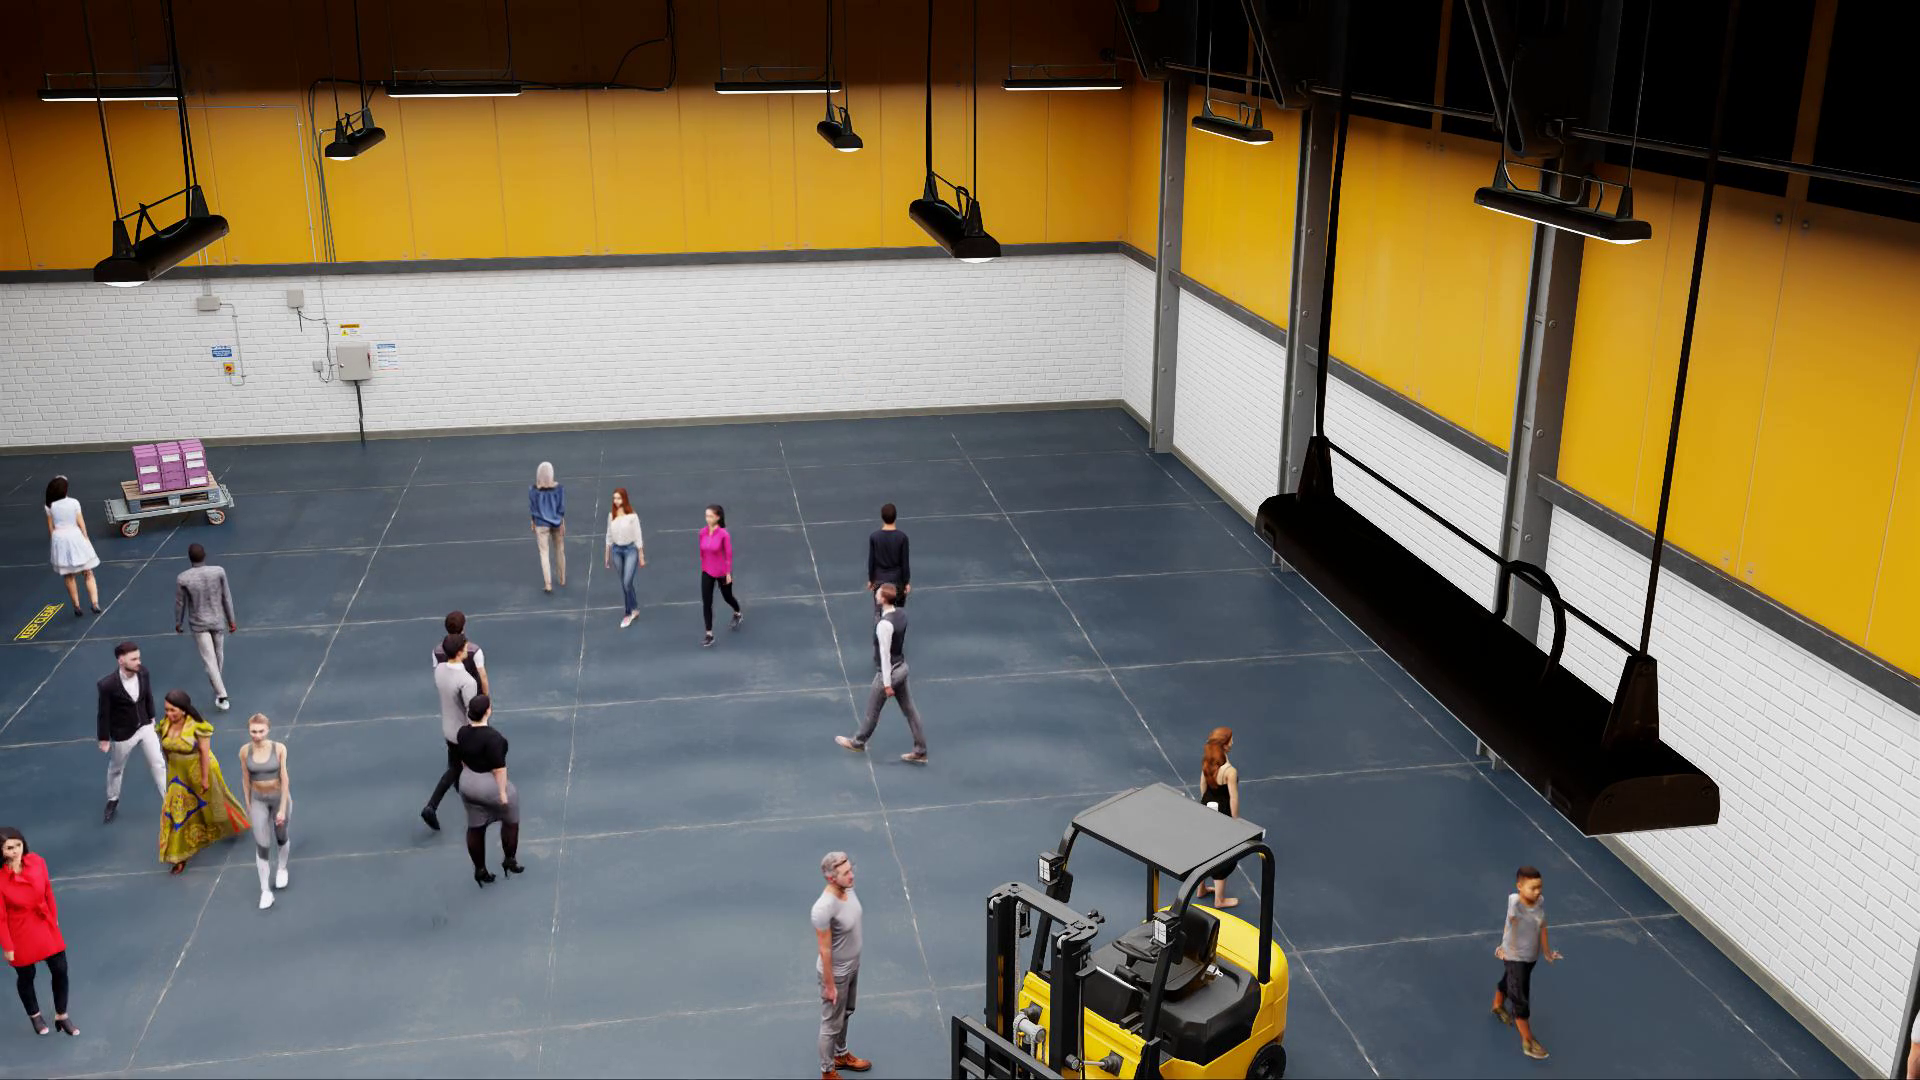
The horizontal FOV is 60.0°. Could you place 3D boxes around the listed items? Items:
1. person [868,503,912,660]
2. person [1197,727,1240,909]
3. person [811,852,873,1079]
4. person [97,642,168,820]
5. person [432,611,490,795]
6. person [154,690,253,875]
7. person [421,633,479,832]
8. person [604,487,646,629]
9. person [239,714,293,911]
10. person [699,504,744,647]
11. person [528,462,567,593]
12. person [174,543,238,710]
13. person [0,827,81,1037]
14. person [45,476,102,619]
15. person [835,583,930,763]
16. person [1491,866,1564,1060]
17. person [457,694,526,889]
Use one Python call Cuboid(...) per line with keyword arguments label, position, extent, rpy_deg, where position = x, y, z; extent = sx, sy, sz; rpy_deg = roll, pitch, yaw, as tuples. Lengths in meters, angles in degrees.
Cuboid(label="person", position=(-0.826, 0.513, 19.160), extent=(0.833, 1.847, 1.149), rpy_deg=(1, 19, 4))
Cuboid(label="person", position=(2.173, 2.335, 14.094), extent=(0.718, 1.626, 0.629), rpy_deg=(-12, 22, -33))
Cuboid(label="person", position=(-0.870, 3.016, 11.749), extent=(0.828, 1.832, 0.666), rpy_deg=(5, 19, 14))
Cuboid(label="person", position=(-7.775, 1.790, 15.489), extent=(1.303, 1.770, 1.267), rpy_deg=(13, 23, 34))
Cuboid(label="person", position=(-4.787, 1.564, 16.036), extent=(0.680, 1.848, 0.622), rpy_deg=(0, 19, 0))
Cuboid(label="person", position=(-6.812, 2.073, 14.882), extent=(0.948, 1.619, 1.387), rpy_deg=(1, 19, 3))
Cuboid(label="person", position=(-4.663, 1.778, 15.305), extent=(1.179, 1.910, 1.230), rpy_deg=(14, 23, 35))
Cuboid(label="person", position=(-4.062, 0.162, 20.407), extent=(0.807, 1.716, 0.904), rpy_deg=(7, 20, 19))
Cuboid(label="person", position=(-5.910, 2.236, 14.312), extent=(0.598, 1.676, 0.950), rpy_deg=(-5, 19, -15))
Cuboid(label="person", position=(-2.854, 0.383, 19.828), extent=(0.940, 1.667, 1.174), rpy_deg=(6, 20, 18))
Cuboid(label="person", position=(-5.304, -0.184, 21.448), extent=(0.709, 1.707, 0.772), rpy_deg=(-8, 20, -24))
Cuboid(label="person", position=(-8.082, 0.959, 17.921), extent=(1.087, 1.793, 1.287), rpy_deg=(-15, 23, -37))
Cuboid(label="person", position=(-6.930, 2.886, 12.290), extent=(0.862, 1.733, 0.802), rpy_deg=(12, 22, 31))
Cuboid(label="person", position=(-10.934, 0.109, 20.415), extent=(0.742, 1.812, 0.766), rpy_deg=(-6, 20, -18))
Cuboid(label="person", position=(-0.591, 1.359, 16.576), extent=(1.182, 1.892, 1.238), rpy_deg=(8, 20, 24))
Cuboid(label="person", position=(4.151, 3.004, 12.419), extent=(0.683, 1.428, 1.013), rpy_deg=(-7, 20, -19))
Cuboid(label="person", position=(-4.143, 2.204, 14.304), extent=(0.809, 1.740, 0.853), rpy_deg=(9, 21, 25))
